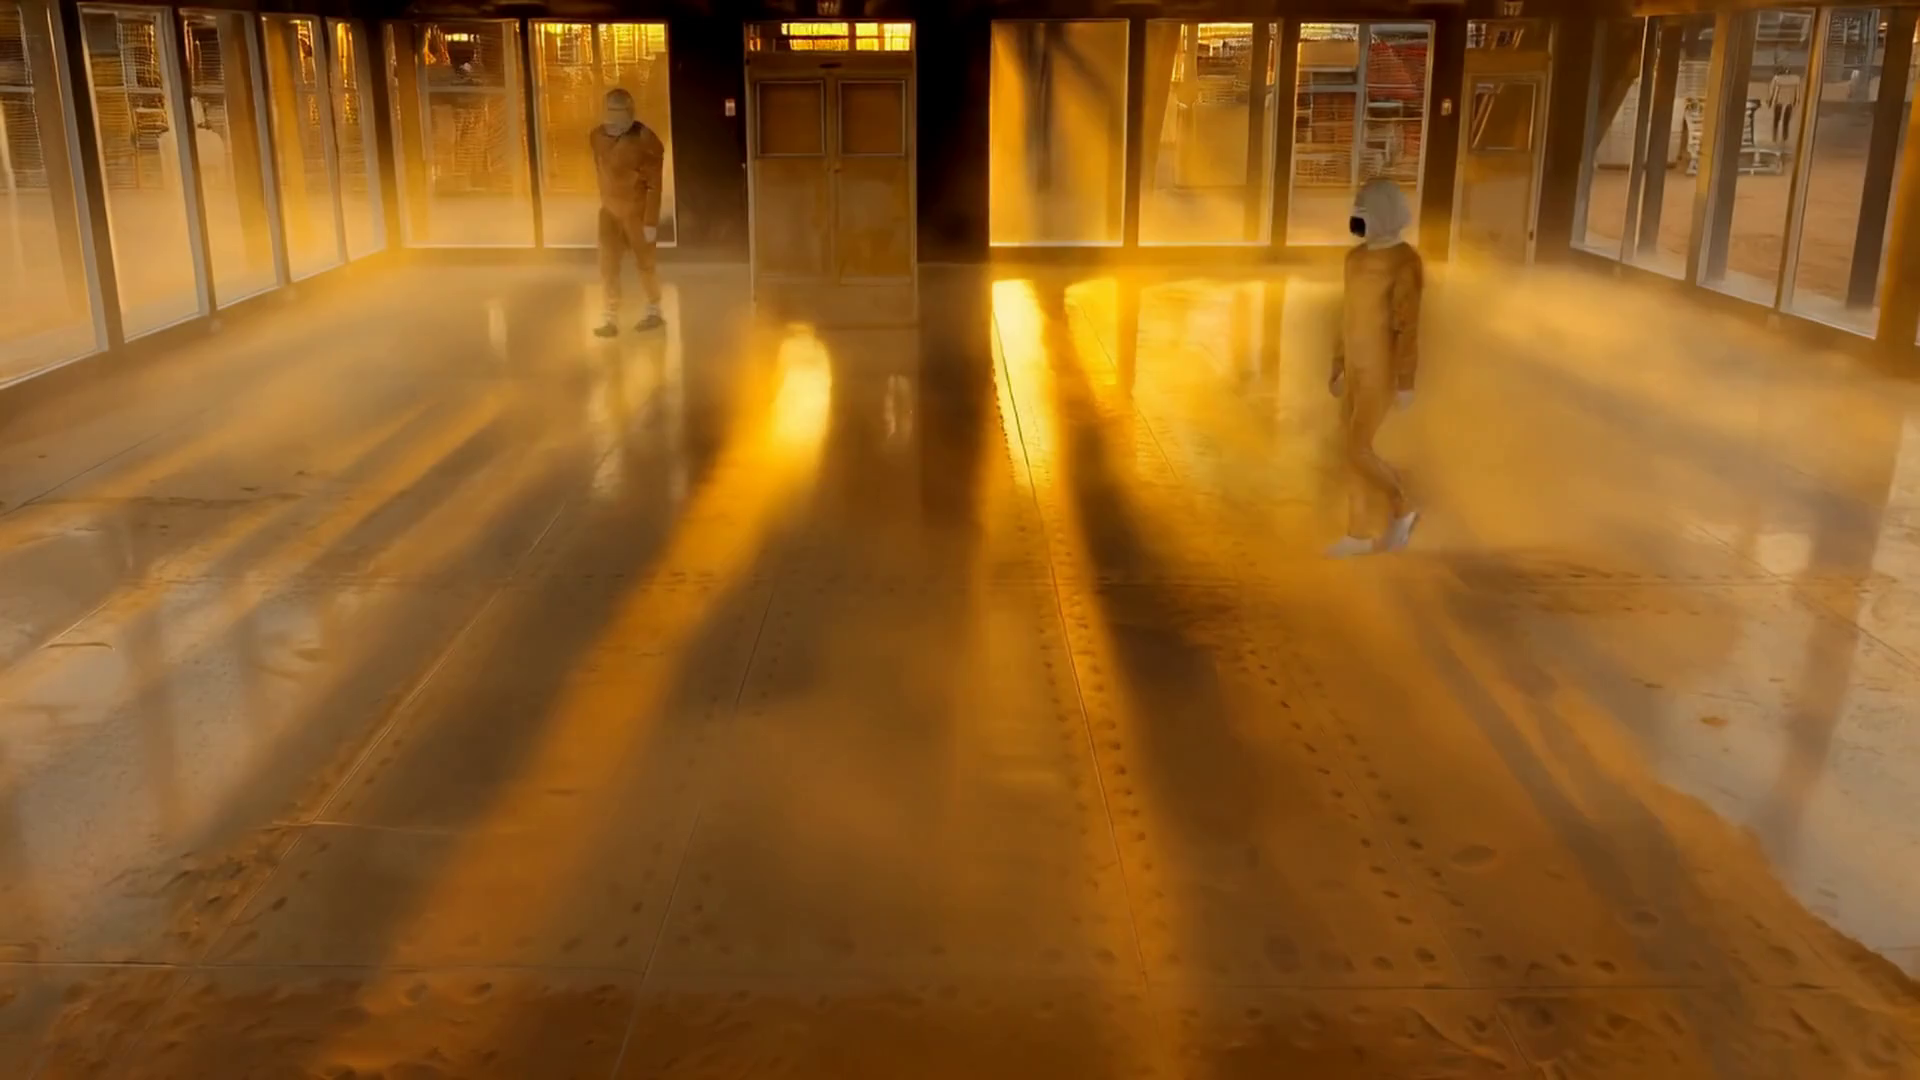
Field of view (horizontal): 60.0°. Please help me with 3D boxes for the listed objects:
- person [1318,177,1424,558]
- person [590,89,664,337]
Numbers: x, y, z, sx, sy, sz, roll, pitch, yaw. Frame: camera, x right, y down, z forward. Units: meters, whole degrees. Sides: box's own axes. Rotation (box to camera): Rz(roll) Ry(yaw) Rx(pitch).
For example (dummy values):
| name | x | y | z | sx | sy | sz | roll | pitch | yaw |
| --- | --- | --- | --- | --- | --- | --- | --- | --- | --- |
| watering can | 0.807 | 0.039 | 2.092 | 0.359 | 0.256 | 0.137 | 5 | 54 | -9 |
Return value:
| name | x | y | z | sx | sy | sz | roll | pitch | yaw |
| --- | --- | --- | --- | --- | --- | --- | --- | --- | --- |
| person | 1.709 | -0.691 | 6.954 | 0.366 | 1.617 | 0.518 | -5 | 17 | -17 |
| person | -2.524 | -2.457 | 12.588 | 0.656 | 1.835 | 0.962 | 5 | 17 | 18 |
